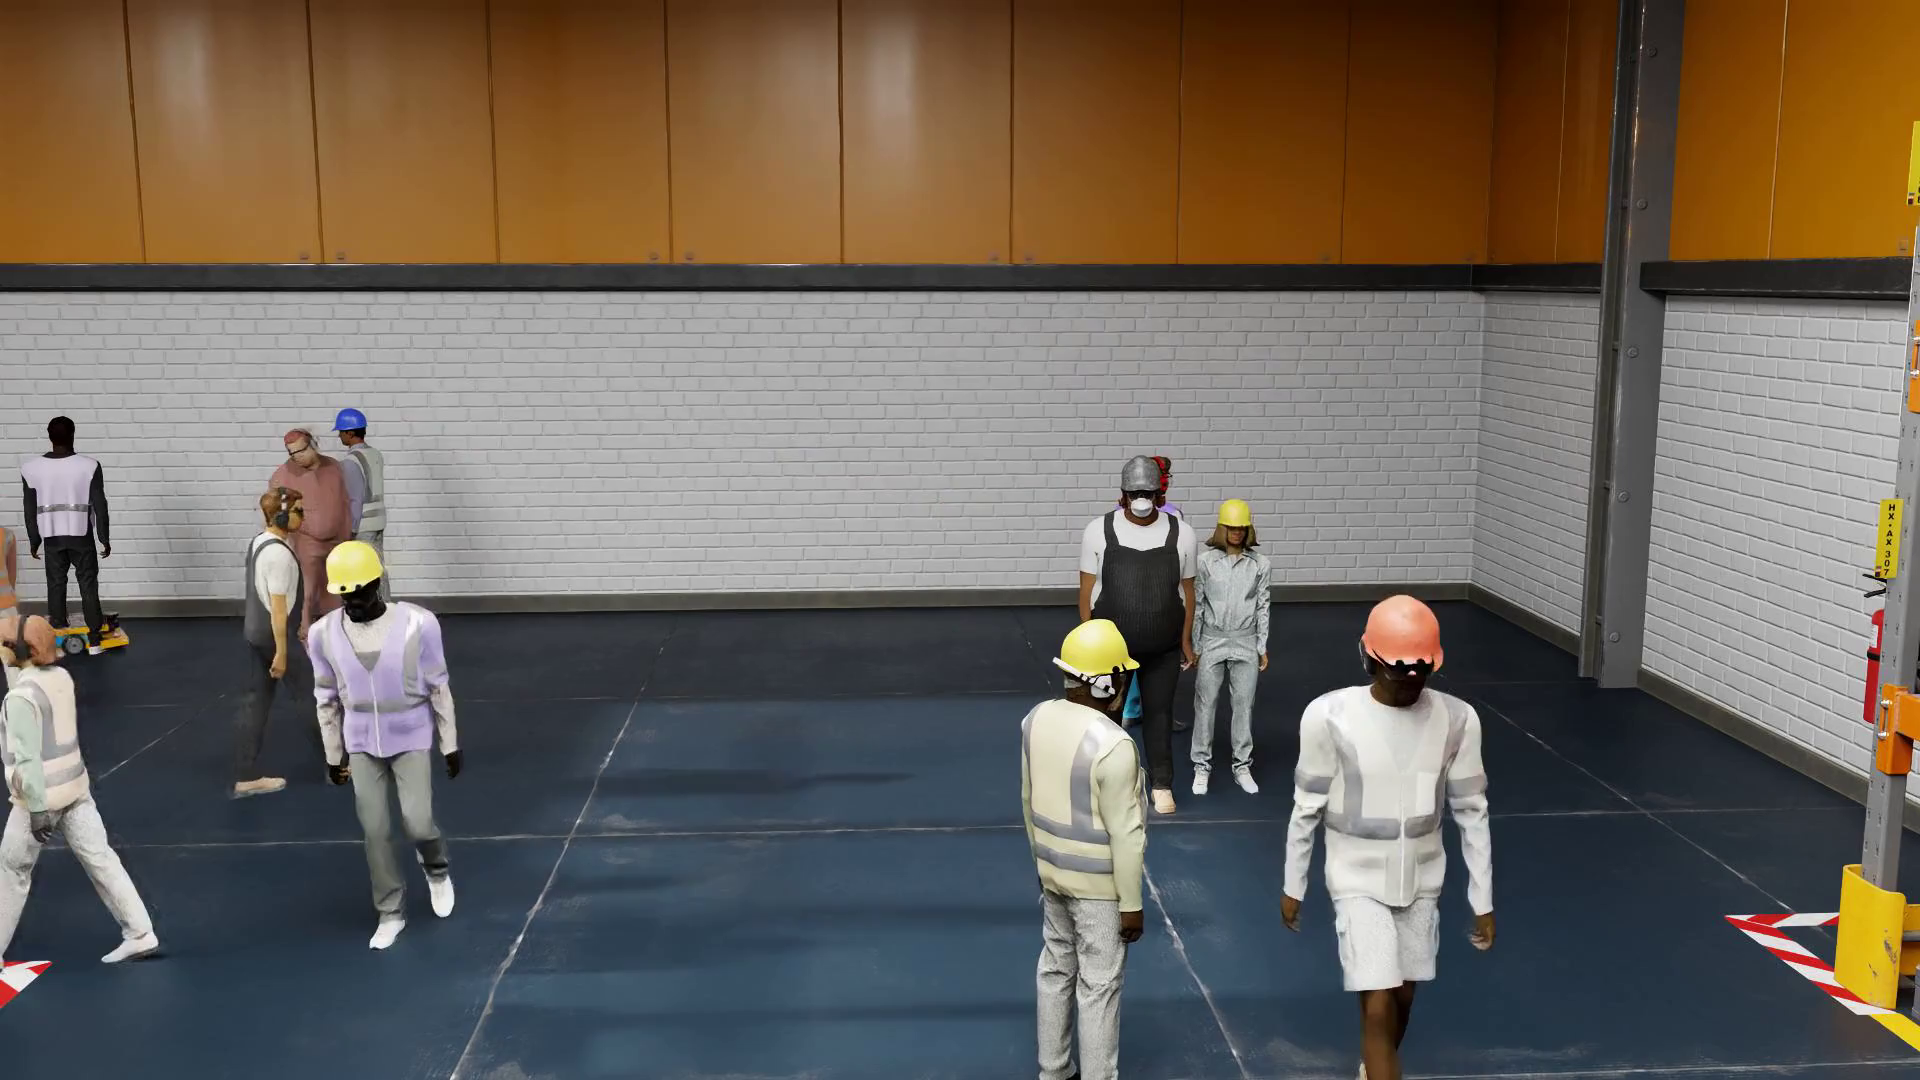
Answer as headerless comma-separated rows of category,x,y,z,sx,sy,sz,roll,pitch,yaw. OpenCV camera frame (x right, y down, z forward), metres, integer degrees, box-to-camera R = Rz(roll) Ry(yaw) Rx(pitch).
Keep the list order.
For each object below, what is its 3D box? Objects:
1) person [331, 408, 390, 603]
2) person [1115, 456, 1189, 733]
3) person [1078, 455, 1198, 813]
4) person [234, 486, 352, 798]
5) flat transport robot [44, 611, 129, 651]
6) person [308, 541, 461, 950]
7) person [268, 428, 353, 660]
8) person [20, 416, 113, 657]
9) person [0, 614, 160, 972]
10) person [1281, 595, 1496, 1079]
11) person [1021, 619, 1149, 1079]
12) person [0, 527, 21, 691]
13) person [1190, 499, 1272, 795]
person,-4.961,-0.122,13.782,0.409,1.943,0.615,0,9,1
person,1.249,0.365,11.029,0.390,1.848,0.563,-8,12,-42
person,1.005,0.537,9.347,0.674,2.000,0.535,0,9,1
person,-3.897,0.579,9.792,0.900,1.803,0.540,-8,12,-41
flat transport robot,-7.511,0.781,13.348,1.431,0.197,0.652,-6,11,-33
person,-2.579,0.907,7.497,0.622,1.889,0.633,0,9,-2
person,-4.996,0.036,13.068,0.398,1.866,0.781,6,11,31
person,-7.102,-0.024,13.252,0.596,1.916,0.373,-2,9,-15
person,-3.958,1.100,7.205,0.883,1.594,0.531,-1,9,-4
person,1.459,1.173,5.495,0.655,1.990,0.872,-1,9,-7
person,0.467,1.184,5.935,0.404,1.831,0.600,-6,11,-32
person,-6.590,0.465,11.193,0.876,1.584,0.511,6,11,35
person,1.577,0.623,9.730,0.487,1.745,0.290,-1,9,-4
